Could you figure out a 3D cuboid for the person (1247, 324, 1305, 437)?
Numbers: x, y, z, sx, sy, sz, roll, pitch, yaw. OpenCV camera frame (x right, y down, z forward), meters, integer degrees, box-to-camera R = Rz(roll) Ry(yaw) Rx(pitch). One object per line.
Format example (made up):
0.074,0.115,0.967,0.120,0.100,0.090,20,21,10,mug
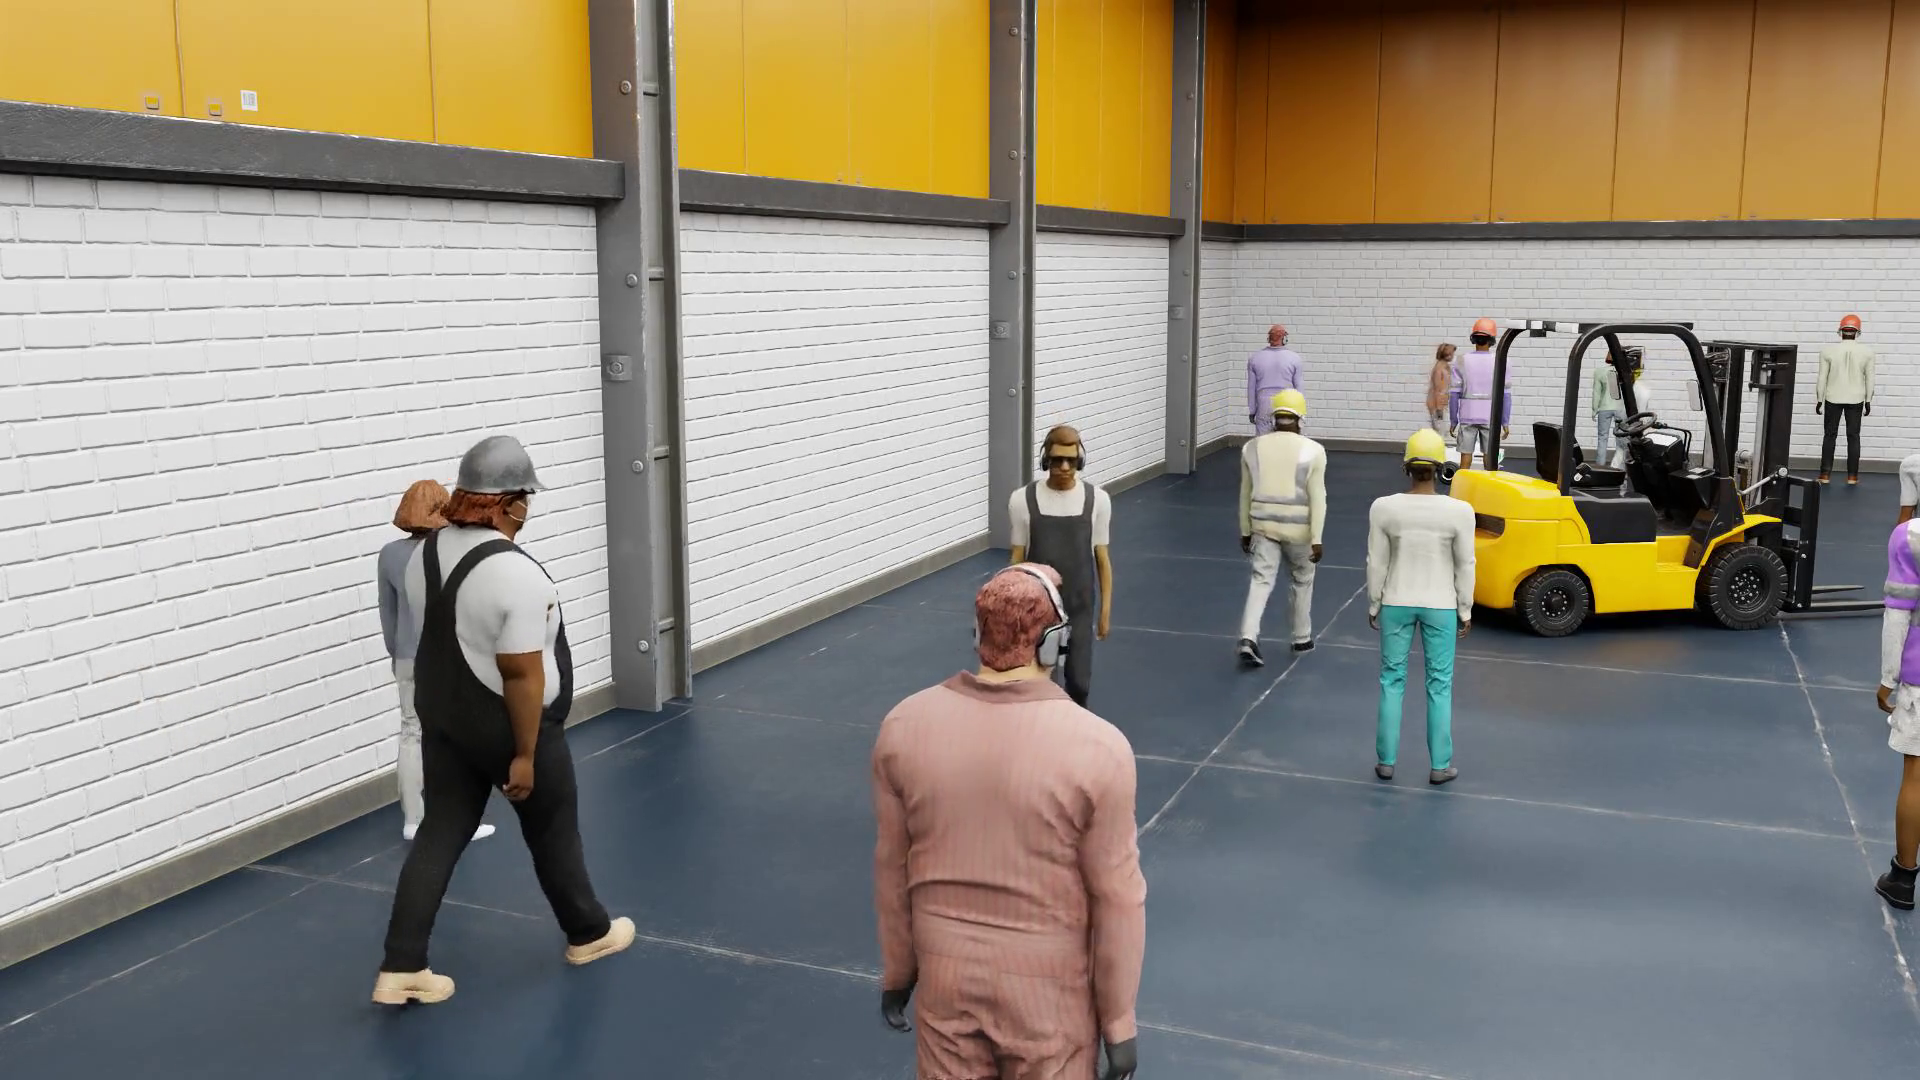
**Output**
3.565,-1.471,18.760,0.641,1.908,0.407,4,10,22,person

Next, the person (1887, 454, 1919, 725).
5.359,0.146,9.078,0.515,1.872,0.328,4,10,22,person

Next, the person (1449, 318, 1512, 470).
5.263,-1.223,16.848,0.608,2.044,0.378,4,10,22,person

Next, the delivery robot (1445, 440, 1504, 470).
6.023,-0.974,19.554,0.707,0.478,0.477,4,10,22,delivery robot

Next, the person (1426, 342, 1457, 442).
5.973,-1.676,20.893,0.488,1.619,0.544,5,11,30,person

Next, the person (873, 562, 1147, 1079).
0.114,1.002,3.845,0.662,1.895,0.430,4,10,25,person

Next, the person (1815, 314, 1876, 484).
10.427,-1.656,19.614,0.612,1.995,0.382,4,10,22,person

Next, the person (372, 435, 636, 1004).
-1.651,0.595,5.835,0.687,2.000,1.009,6,11,33,person

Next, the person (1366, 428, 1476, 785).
2.279,0.332,8.252,0.526,1.772,0.308,4,10,22,person

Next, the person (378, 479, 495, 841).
-2.339,0.543,7.386,0.500,1.633,0.279,4,10,22,person

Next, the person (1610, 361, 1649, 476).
6.039,-0.804,15.064,0.969,1.797,0.584,-2,10,-10,person

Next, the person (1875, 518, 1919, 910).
3.928,0.523,6.571,0.545,1.942,0.353,4,10,22,person

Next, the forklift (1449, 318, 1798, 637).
4.706,-0.497,11.990,2.313,2.155,1.214,-2,10,-10,forklift

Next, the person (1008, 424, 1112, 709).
0.484,0.321,8.190,0.510,1.820,0.737,0,9,0,person

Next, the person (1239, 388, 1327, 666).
2.058,-0.081,10.721,0.597,1.791,0.899,5,11,30,person

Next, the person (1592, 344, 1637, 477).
7.826,-1.526,19.920,0.500,1.633,0.279,4,10,22,person
